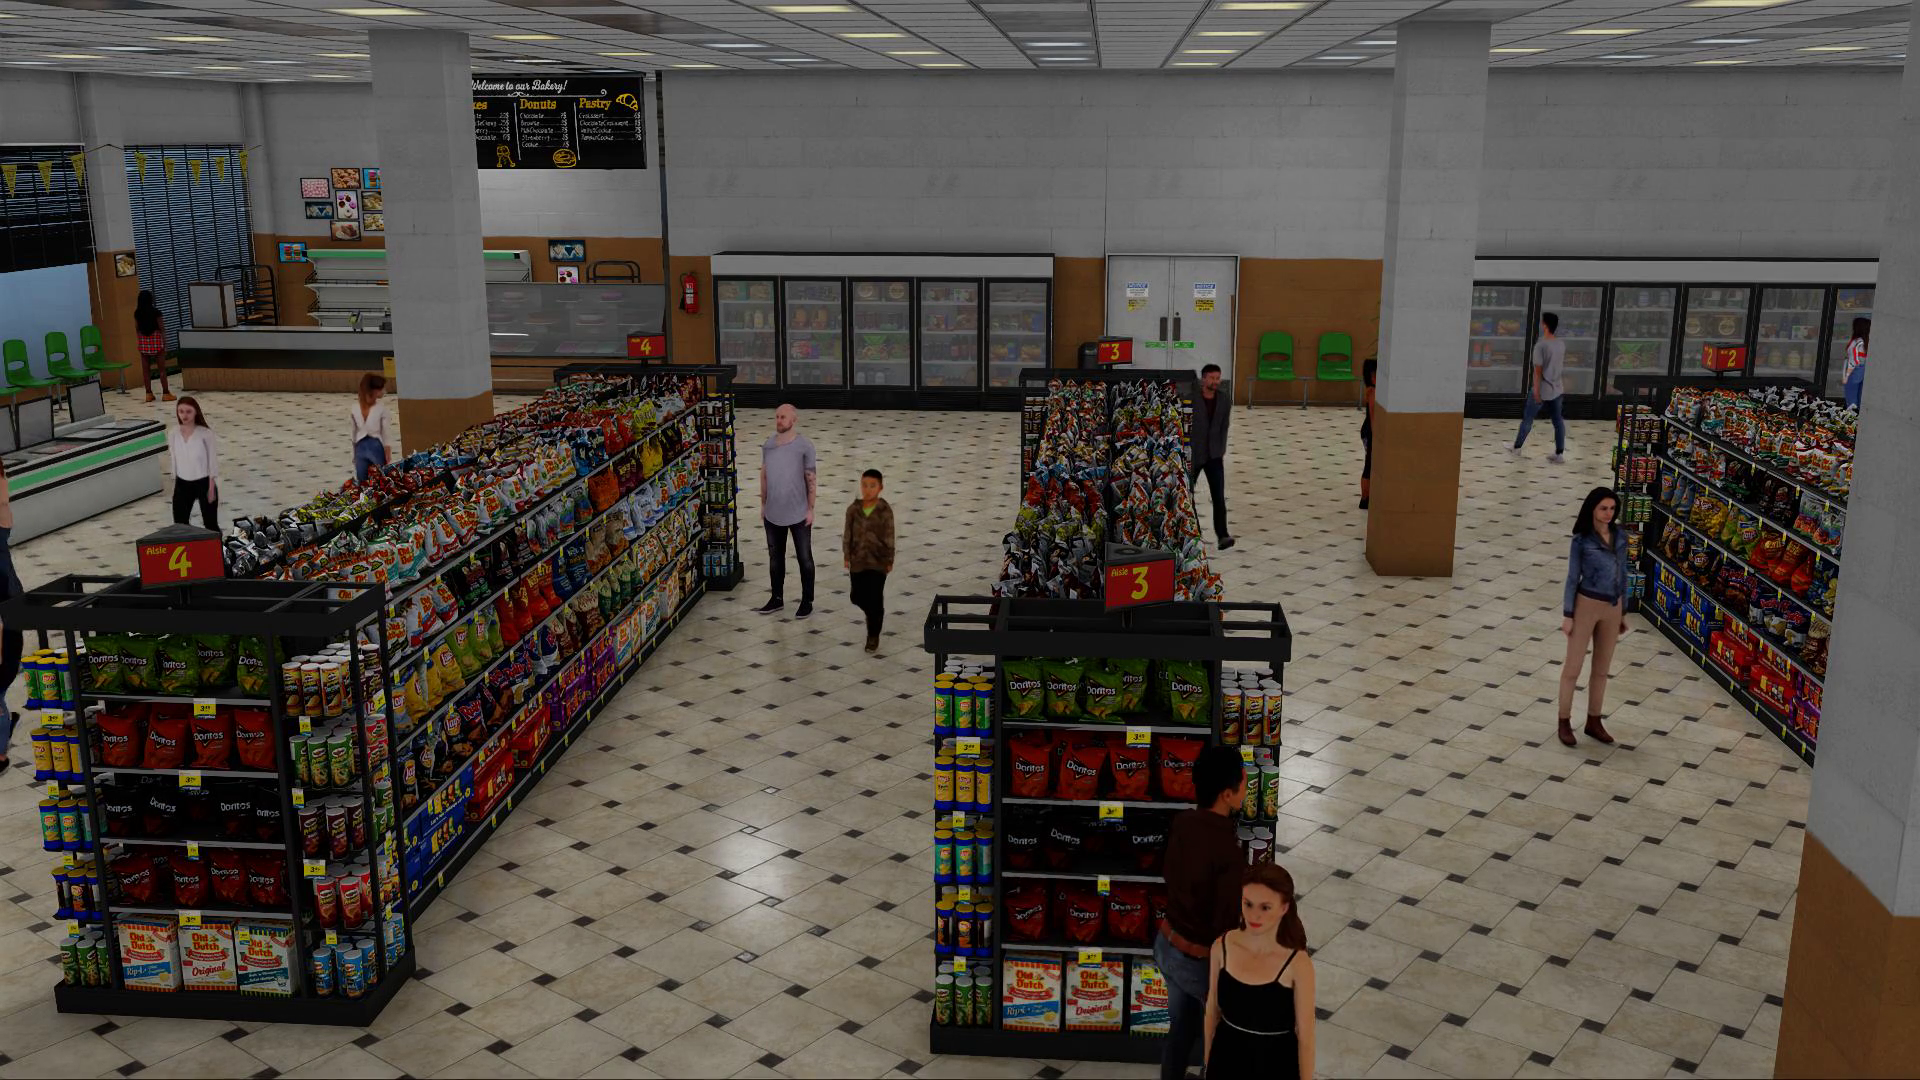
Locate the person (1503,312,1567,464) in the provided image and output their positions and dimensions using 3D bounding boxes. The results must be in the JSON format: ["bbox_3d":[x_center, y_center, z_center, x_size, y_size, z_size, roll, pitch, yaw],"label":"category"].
[{"bbox_3d":[7.447,-1.879,20.869,1.034,1.848,1.213,-6,15,-23],"label":"person"}]

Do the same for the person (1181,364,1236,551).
[{"bbox_3d":[2.381,-0.824,16.595,0.921,1.813,1.265,-2,14,-10],"label":"person"}]

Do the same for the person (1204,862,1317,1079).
[{"bbox_3d":[1.095,1.879,5.891,0.844,1.606,1.020,9,16,34],"label":"person"}]

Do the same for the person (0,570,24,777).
[{"bbox_3d":[-6.209,0.680,10.690,0.600,1.673,0.767,2,14,6],"label":"person"}]

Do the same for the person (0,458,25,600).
[{"bbox_3d":[-7.877,-0.113,13.733,0.817,1.780,0.754,-6,15,-22],"label":"person"}]

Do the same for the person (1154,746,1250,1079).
[{"bbox_3d":[0.844,1.659,6.465,0.852,1.762,0.736,-7,15,-28],"label":"person"}]

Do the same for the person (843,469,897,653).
[{"bbox_3d":[-0.724,0.141,13.406,0.624,1.440,0.894,2,14,9],"label":"person"}]

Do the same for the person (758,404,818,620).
[{"bbox_3d":[-1.468,-0.260,14.219,0.739,1.838,0.691,6,15,22],"label":"person"}]

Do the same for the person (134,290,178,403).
[{"bbox_3d":[-12.550,-3.019,25.825,0.623,1.728,0.602,0,14,1],"label":"person"}]

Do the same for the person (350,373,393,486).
[{"bbox_3d":[-5.965,-0.792,16.738,0.719,1.685,1.156,2,14,7],"label":"person"}]

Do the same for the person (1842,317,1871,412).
[{"bbox_3d":[12.395,-2.274,23.002,0.661,1.611,0.706,-10,17,-35],"label":"person"}]

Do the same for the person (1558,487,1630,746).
[{"bbox_3d":[4.270,0.505,11.200,0.669,1.774,0.662,-3,14,-14],"label":"person"}]

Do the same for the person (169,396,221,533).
[{"bbox_3d":[-6.939,-0.448,15.227,0.642,1.728,1.005,1,14,2],"label":"person"}]
